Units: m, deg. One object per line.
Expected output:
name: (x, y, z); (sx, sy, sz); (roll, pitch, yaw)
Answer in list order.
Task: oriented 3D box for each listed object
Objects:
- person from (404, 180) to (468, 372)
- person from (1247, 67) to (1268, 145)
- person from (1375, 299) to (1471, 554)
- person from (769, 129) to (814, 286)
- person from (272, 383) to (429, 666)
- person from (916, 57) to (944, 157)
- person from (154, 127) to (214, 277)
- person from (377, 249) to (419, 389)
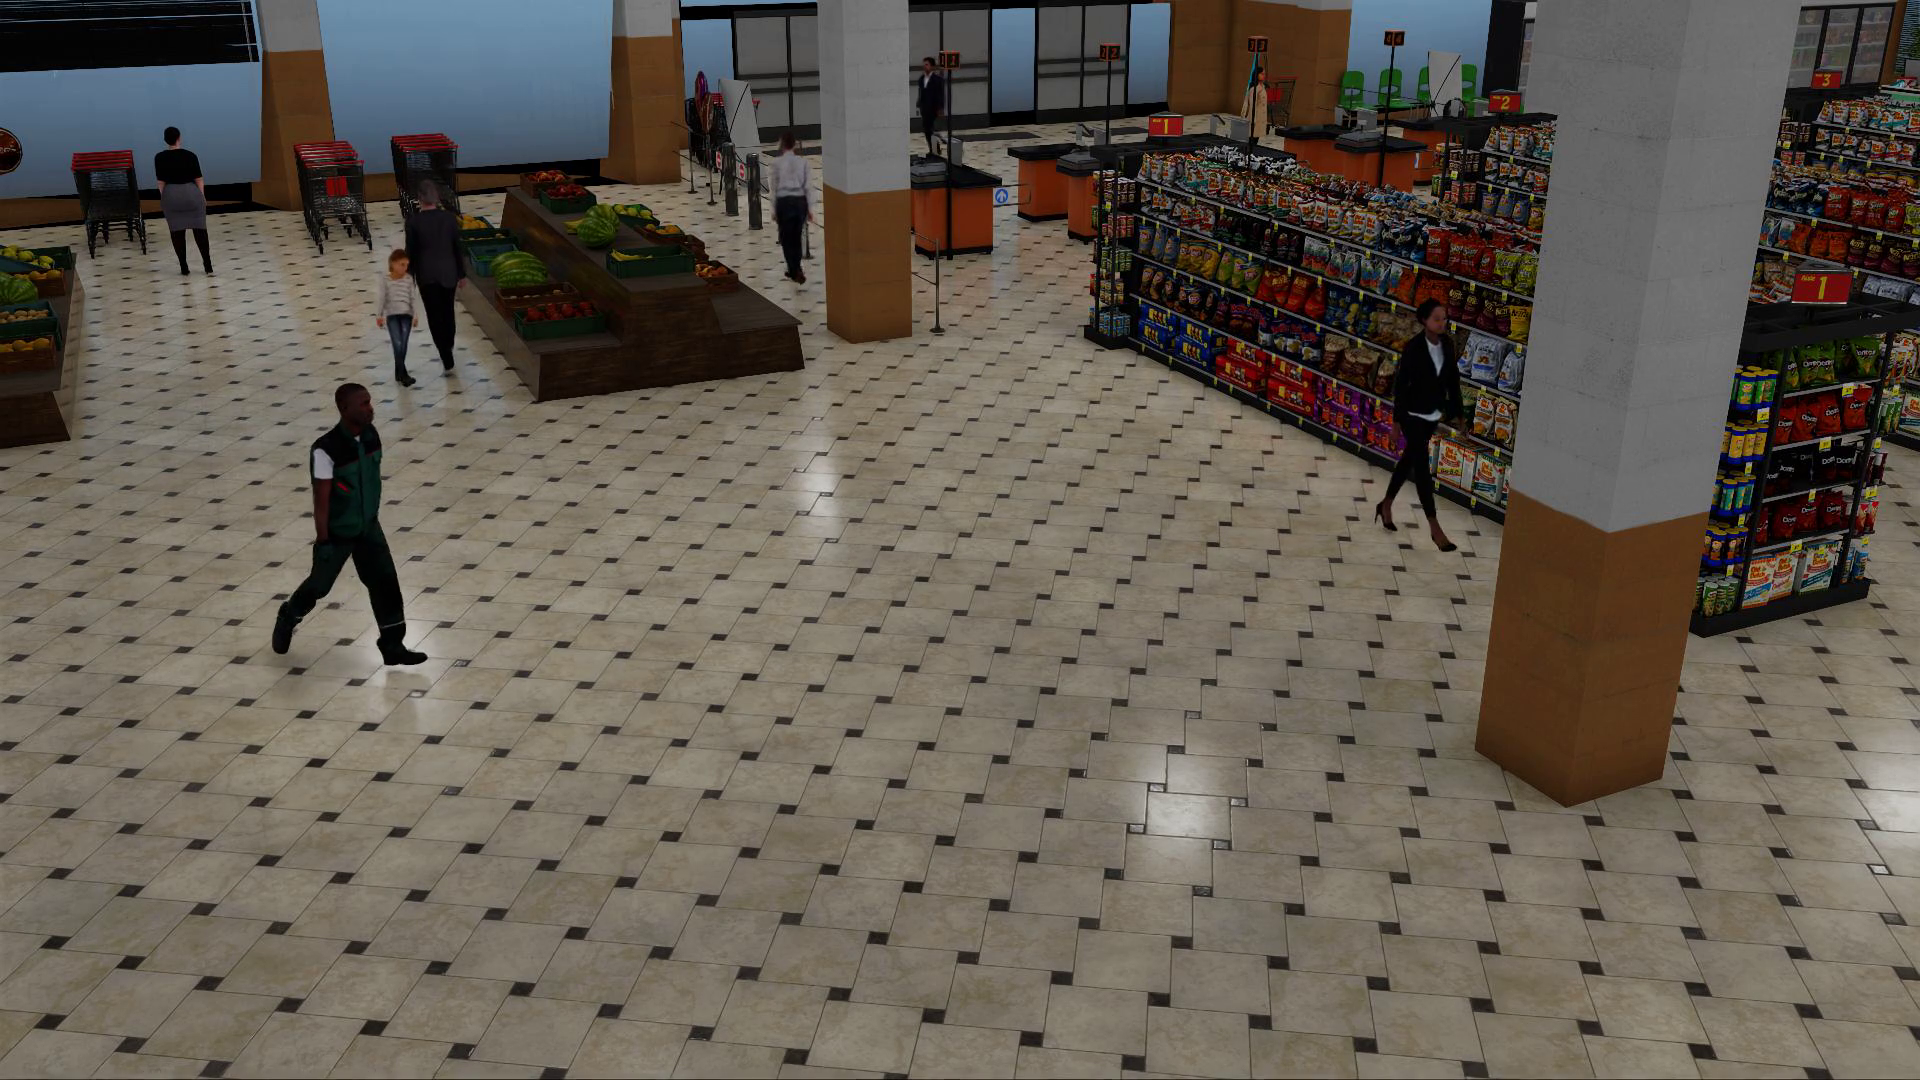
person: (-5.068, -2.542, 16.144); (0.771, 1.803, 1.178); (-12, 25, -27)
person: (4.758, -6.761, 26.808); (0.734, 1.682, 0.710); (11, 24, 26)
person: (3.239, -0.840, 11.924); (0.663, 1.792, 1.121); (-12, 25, -27)
person: (-1.953, -3.840, 19.391); (0.666, 1.791, 1.093); (-7, 23, -16)
person: (-3.762, -0.070, 10.017); (1.323, 1.786, 1.245); (10, 24, 23)
person: (-0.445, -7.226, 27.925); (0.682, 1.712, 0.795); (20, 29, 40)
person: (-9.355, -4.076, 20.028); (0.688, 1.755, 0.641); (-7, 23, -18)
person: (-5.319, -2.107, 15.765); (0.561, 1.280, 0.844); (-10, 24, -24)
